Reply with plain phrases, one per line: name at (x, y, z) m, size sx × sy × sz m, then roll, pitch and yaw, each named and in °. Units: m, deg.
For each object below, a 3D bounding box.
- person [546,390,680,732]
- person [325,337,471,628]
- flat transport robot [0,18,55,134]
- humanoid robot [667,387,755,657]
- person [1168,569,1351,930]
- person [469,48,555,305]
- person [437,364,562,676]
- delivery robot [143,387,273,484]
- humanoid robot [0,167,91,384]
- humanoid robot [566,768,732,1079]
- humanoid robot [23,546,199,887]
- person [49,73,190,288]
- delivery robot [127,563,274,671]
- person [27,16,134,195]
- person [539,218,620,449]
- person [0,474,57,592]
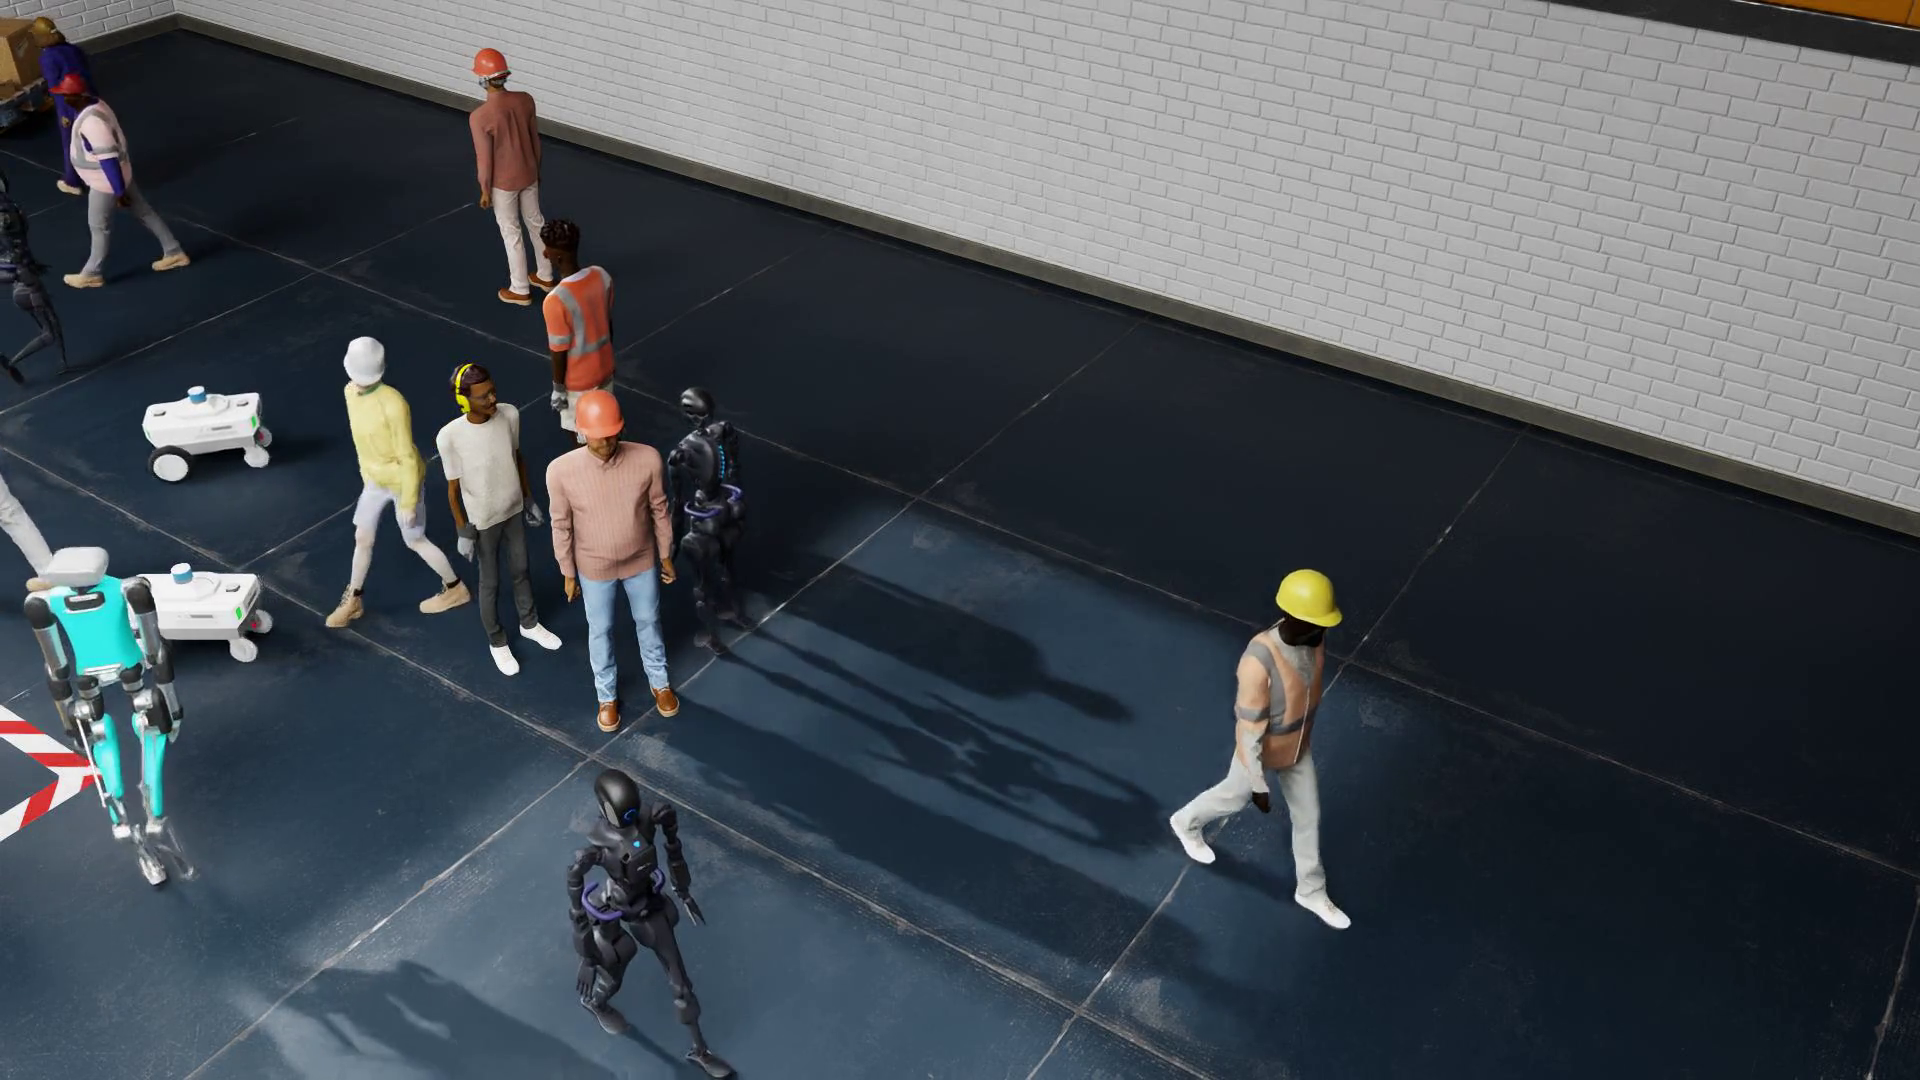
person at (-1.774, 0.104, 8.610) m, size 0.610 × 1.997 × 0.376 m, roll -12°, pitch 37°, yaw -17°
person at (-3.287, -0.291, 9.324) m, size 0.559 × 1.833 × 0.729 m, roll 23°, pitch 41°, yaw 29°
flat transport robot at (-9.469, -4.071, 16.081) m, size 0.659 × 0.231 × 1.431 m, roll 6°, pitch 35°, yaw 8°
humanoid robot at (-1.395, -0.096, 9.169) m, size 0.331 × 1.647 × 0.601 m, roll 21°, pitch 40°, yaw 27°
person at (1.416, 0.892, 7.586) m, size 0.587 × 1.879 × 0.982 m, roll -26°, pitch 42°, yaw -32°
person at (-3.436, -2.767, 12.716) m, size 0.376 × 1.994 × 0.607 m, roll 21°, pitch 40°, yaw 28°
person at (-2.508, -0.125, 9.042) m, size 0.322 × 1.876 × 0.527 m, roll 26°, pitch 43°, yaw 32°
delivery robot at (-5.018, -0.749, 11.058) m, size 0.737 × 0.564 × 0.499 m, roll -8°, pitch 36°, yaw -12°
humanoid robot at (-6.662, -1.860, 11.707) m, size 0.562 × 1.643 × 0.600 m, roll -15°, pitch 38°, yaw -20°
humanoid robot at (-1.343, 1.562, 6.849) m, size 0.802 × 1.620 × 0.609 m, roll 28°, pitch 44°, yaw 34°
humanoid robot at (-3.863, 0.945, 7.677) m, size 0.535 × 1.816 × 0.751 m, roll -10°, pitch 36°, yaw -14°
person at (-6.732, -2.842, 13.078) m, size 0.930 × 1.705 × 0.603 m, roll -11°, pitch 36°, yaw -15°
delivery robot at (-4.366, 0.406, 9.443) m, size 0.801 × 0.606 × 0.499 m, roll 0°, pitch 35°, yaw 0°
person at (-7.709, -3.767, 14.507) m, size 0.714 × 1.571 × 0.489 m, roll 14°, pitch 37°, yaw 19°
person at (-2.339, -1.063, 10.320) m, size 0.386 × 1.951 × 0.614 m, roll 13°, pitch 37°, yaw 18°
person at (-5.768, -0.380, 9.486) m, size 0.899 × 1.788 × 0.652 m, roll 5°, pitch 35°, yaw 7°
